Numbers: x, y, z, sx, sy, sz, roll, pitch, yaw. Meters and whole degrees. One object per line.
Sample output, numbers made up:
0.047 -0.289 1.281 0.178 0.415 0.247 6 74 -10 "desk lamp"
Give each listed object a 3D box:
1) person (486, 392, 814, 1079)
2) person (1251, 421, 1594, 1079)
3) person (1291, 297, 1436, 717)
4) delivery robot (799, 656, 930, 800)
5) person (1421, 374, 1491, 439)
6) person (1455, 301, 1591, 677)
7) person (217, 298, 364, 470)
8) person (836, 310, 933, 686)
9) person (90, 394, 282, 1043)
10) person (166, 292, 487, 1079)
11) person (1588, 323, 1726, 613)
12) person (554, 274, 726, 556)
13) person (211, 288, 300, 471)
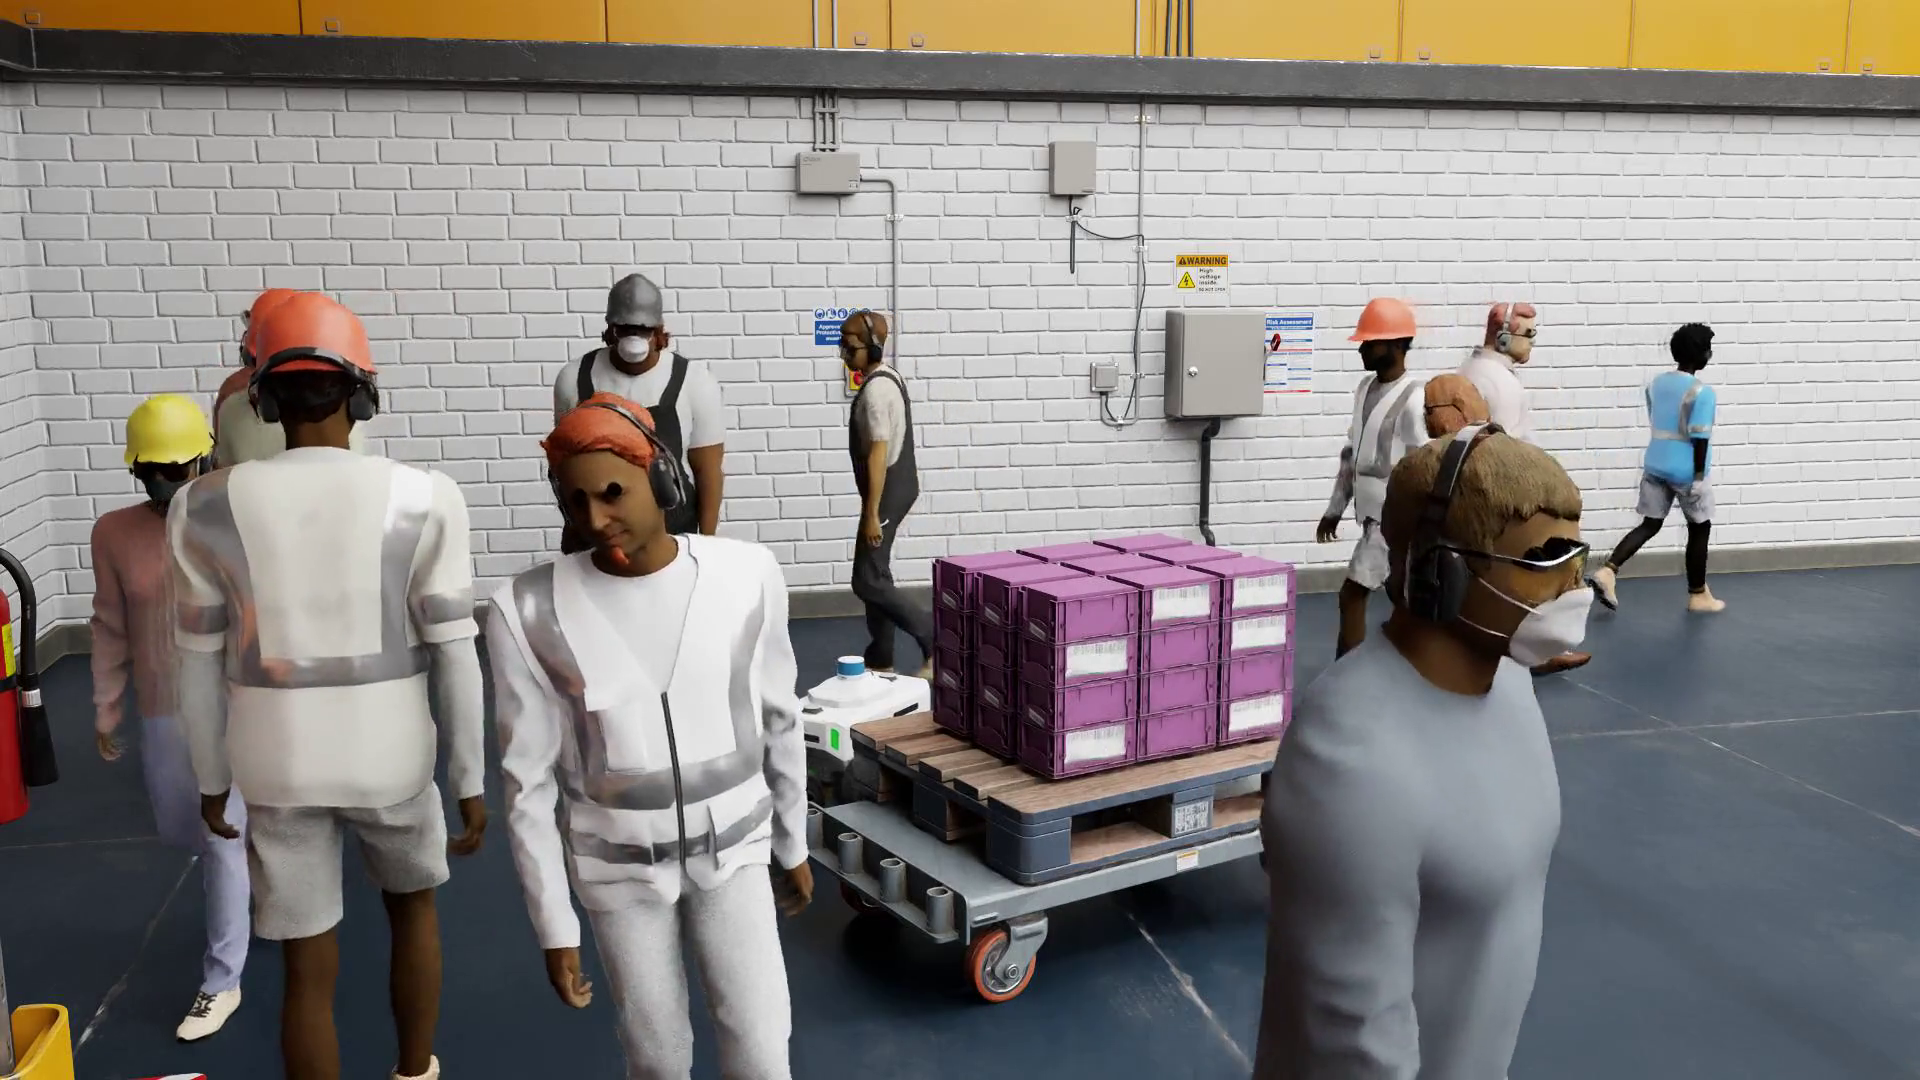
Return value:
-0.522 0.661 3.082 0.621 1.855 0.746 -4 11 -20 "person"
0.663 0.812 2.082 0.791 1.909 0.666 7 13 35 "person"
1.947 -0.131 7.386 0.982 1.896 0.546 -2 10 -10 "person"
-0.409 0.683 6.305 0.477 0.478 0.707 6 12 29 "delivery robot"
2.005 0.151 6.553 0.428 1.611 0.533 2 10 9 "person"
2.531 -0.209 7.942 1.032 1.848 0.662 1 10 5 "person"
-2.396 0.078 6.107 0.702 1.945 0.884 4 11 19 "person"
-0.302 -0.173 7.822 0.566 1.819 0.645 1 10 5 "person"
-2.077 0.438 4.641 0.550 1.730 0.700 1 10 5 "person"
-1.365 0.475 3.652 0.625 2.013 0.693 -3 11 -15 "person"
4.017 -0.394 9.421 0.761 1.673 0.531 -3 11 -18 "person"
-1.295 -0.084 6.694 0.699 2.000 0.832 0 10 -3 "person"
-2.679 -0.013 6.588 0.685 1.939 0.869 10 14 43 "person"
